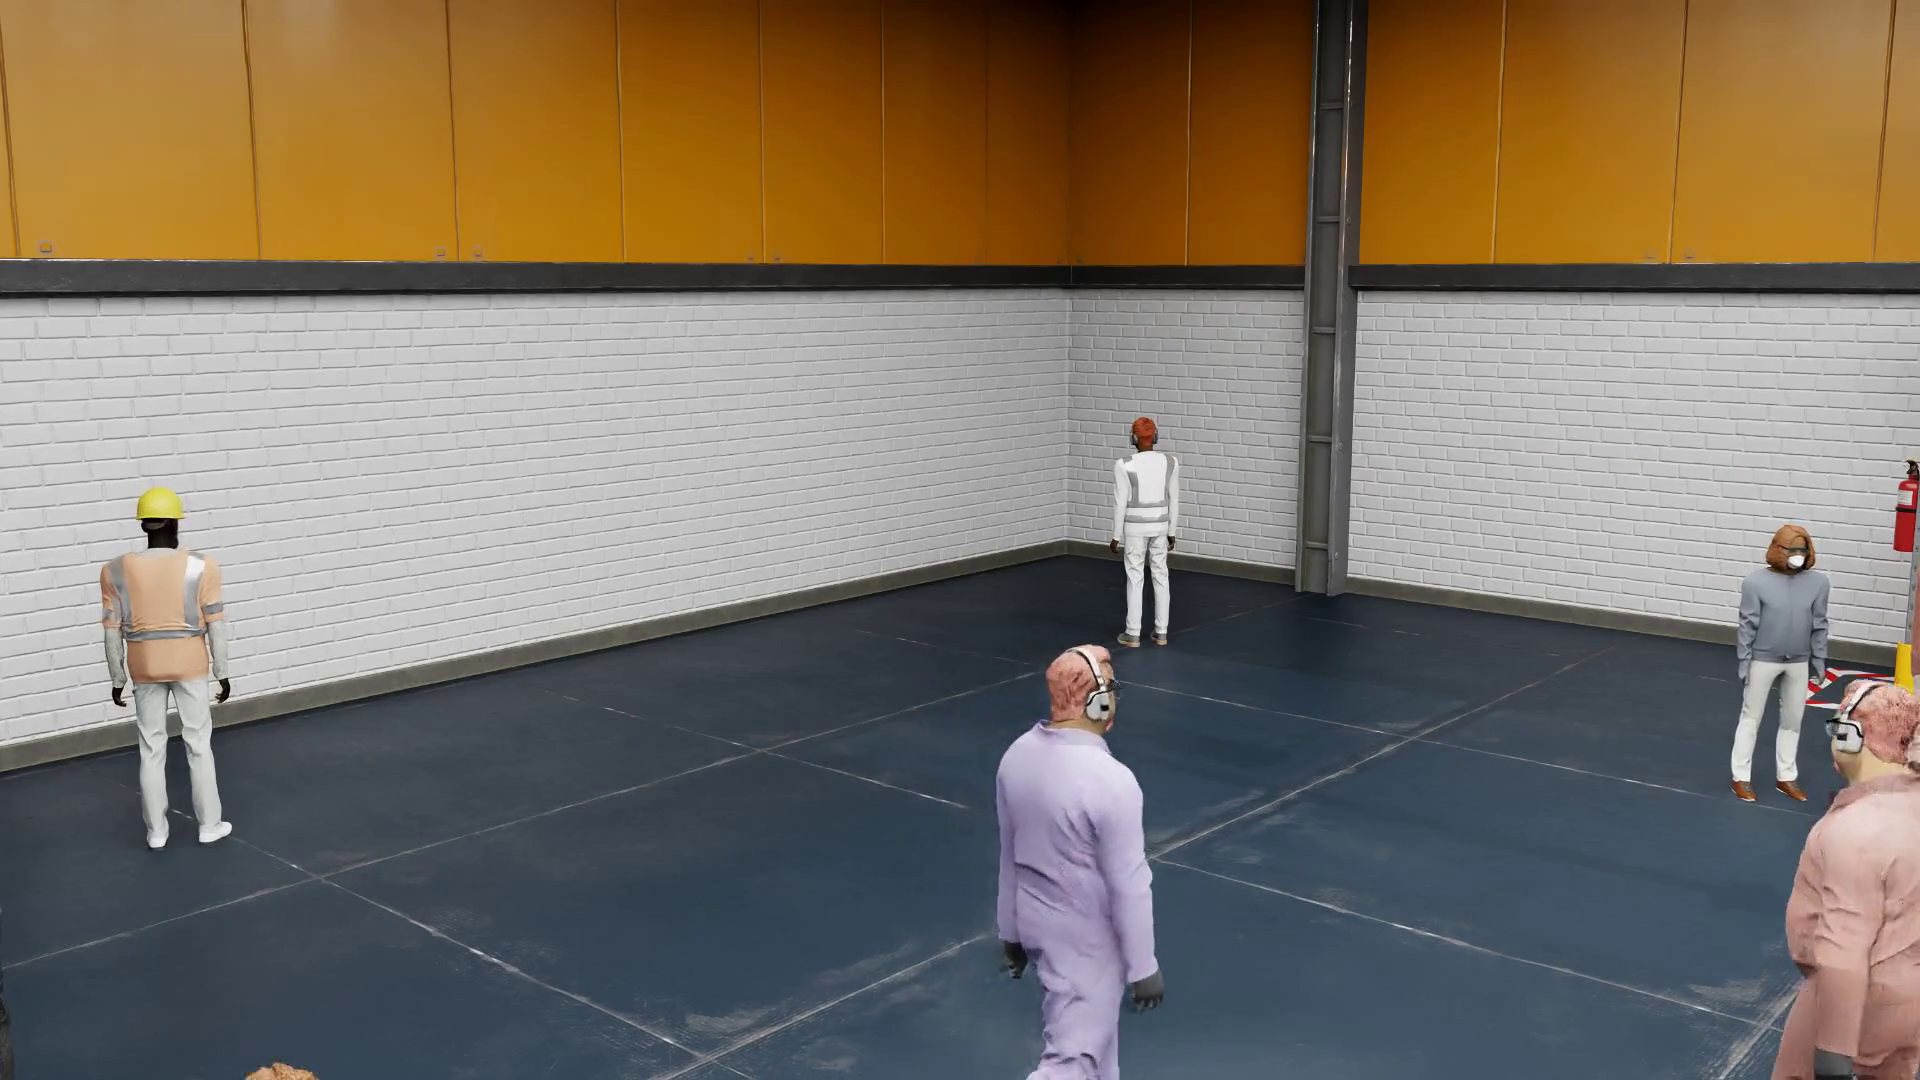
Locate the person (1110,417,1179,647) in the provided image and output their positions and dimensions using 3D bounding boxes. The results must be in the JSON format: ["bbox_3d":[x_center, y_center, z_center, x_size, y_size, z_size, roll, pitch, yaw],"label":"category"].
[{"bbox_3d":[1.509,-0.064,13.600,0.572,1.887,0.356,-3,9,-17],"label":"person"}]

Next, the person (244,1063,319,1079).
[{"bbox_3d":[-1.232,1.739,3.133,0.505,1.611,0.622,-4,10,-22],"label":"person"}]

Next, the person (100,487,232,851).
[{"bbox_3d":[-4.185,0.680,8.811,0.594,1.922,0.384,-3,9,-15],"label":"person"}]

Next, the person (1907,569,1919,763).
[{"bbox_3d":[5.133,0.677,8.611,0.623,1.992,0.396,-8,12,-43],"label":"person"}]

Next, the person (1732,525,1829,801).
[{"bbox_3d":[4.714,0.712,9.569,0.500,1.624,0.304,0,9,-1],"label":"person"}]

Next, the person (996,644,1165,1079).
[{"bbox_3d":[0.309,1.270,5.289,0.895,1.879,0.631,-5,10,-27],"label":"person"}]

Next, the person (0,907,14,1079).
[{"bbox_3d":[-2.604,1.447,4.026,0.587,1.915,0.397,-1,9,-9],"label":"person"}]

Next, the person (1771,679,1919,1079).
[{"bbox_3d":[2.676,1.341,4.820,0.653,1.873,0.813,-8,12,-40],"label":"person"}]
